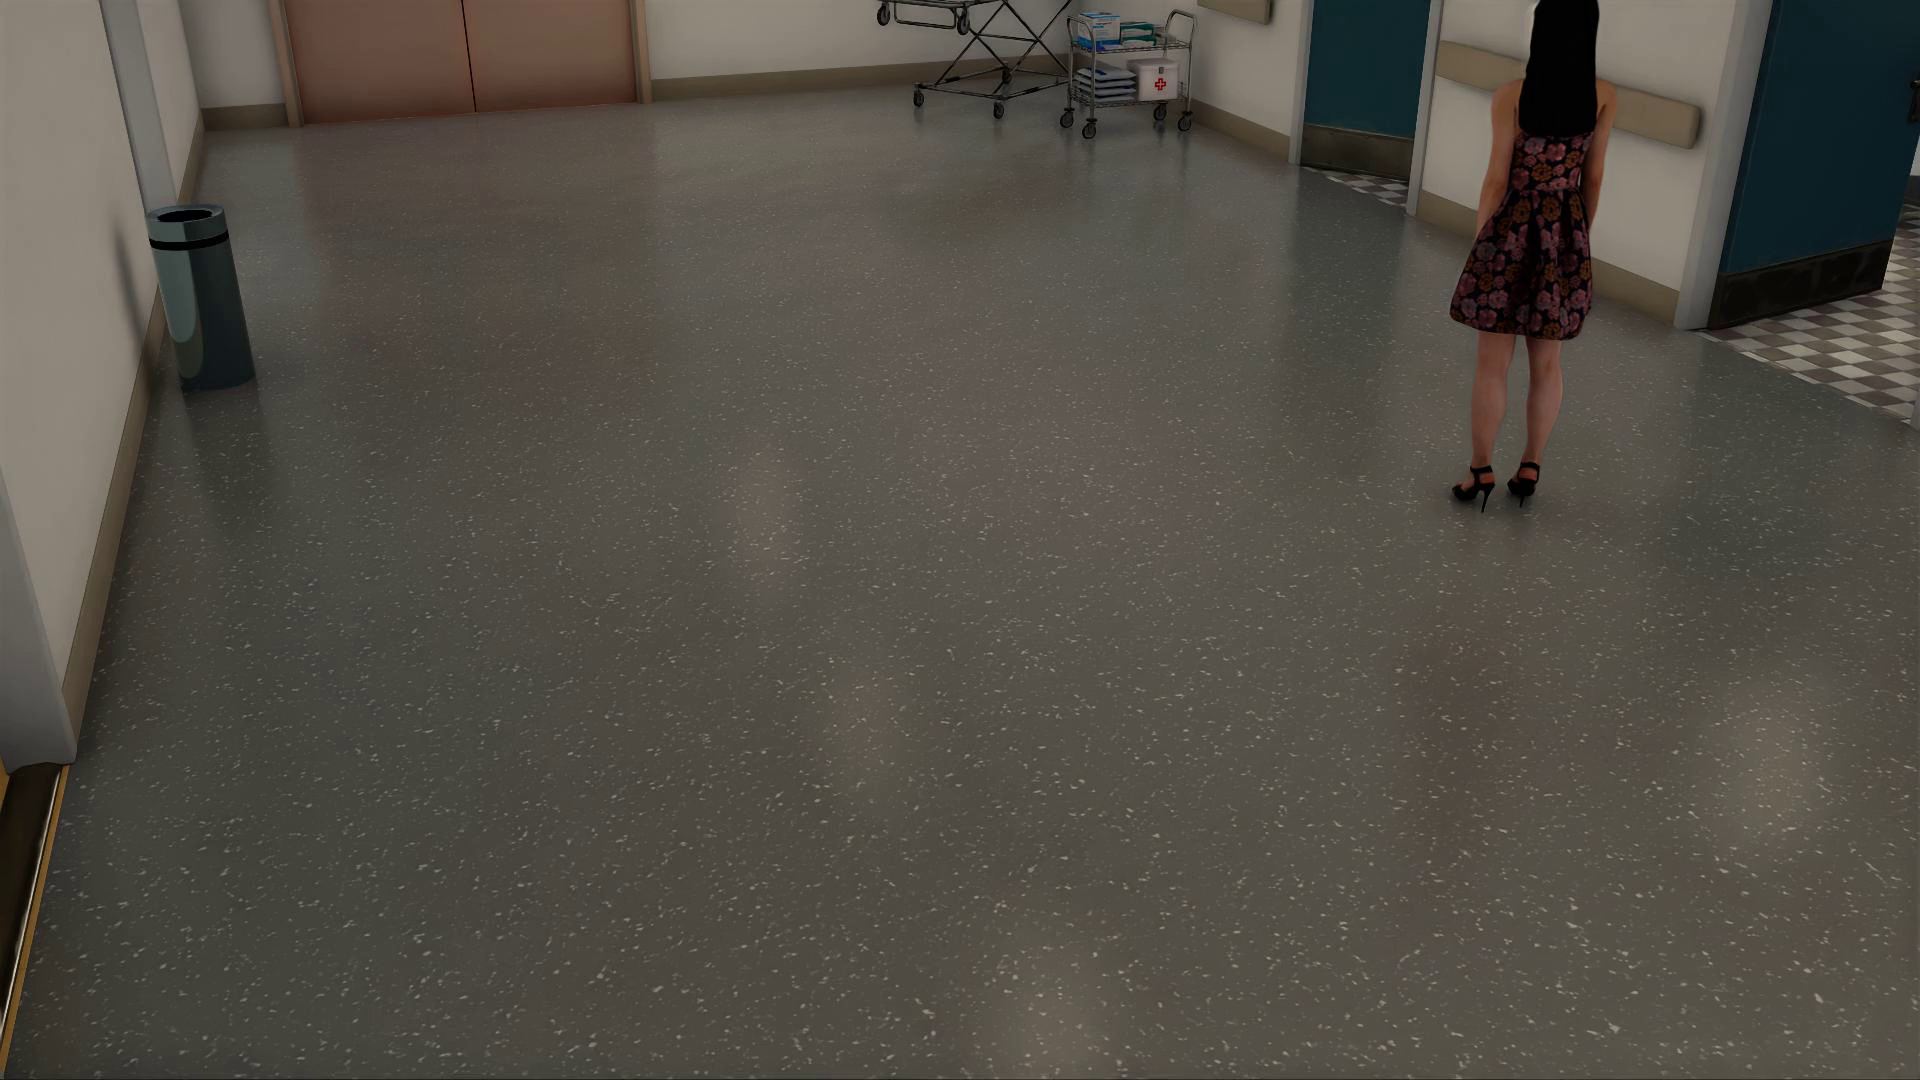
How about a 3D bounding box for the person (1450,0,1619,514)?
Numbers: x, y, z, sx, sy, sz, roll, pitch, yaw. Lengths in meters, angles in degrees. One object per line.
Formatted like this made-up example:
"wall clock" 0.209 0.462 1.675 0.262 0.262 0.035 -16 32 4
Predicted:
"person" 1.908 -0.946 5.568 0.731 1.775 0.746 -3 26 -5
